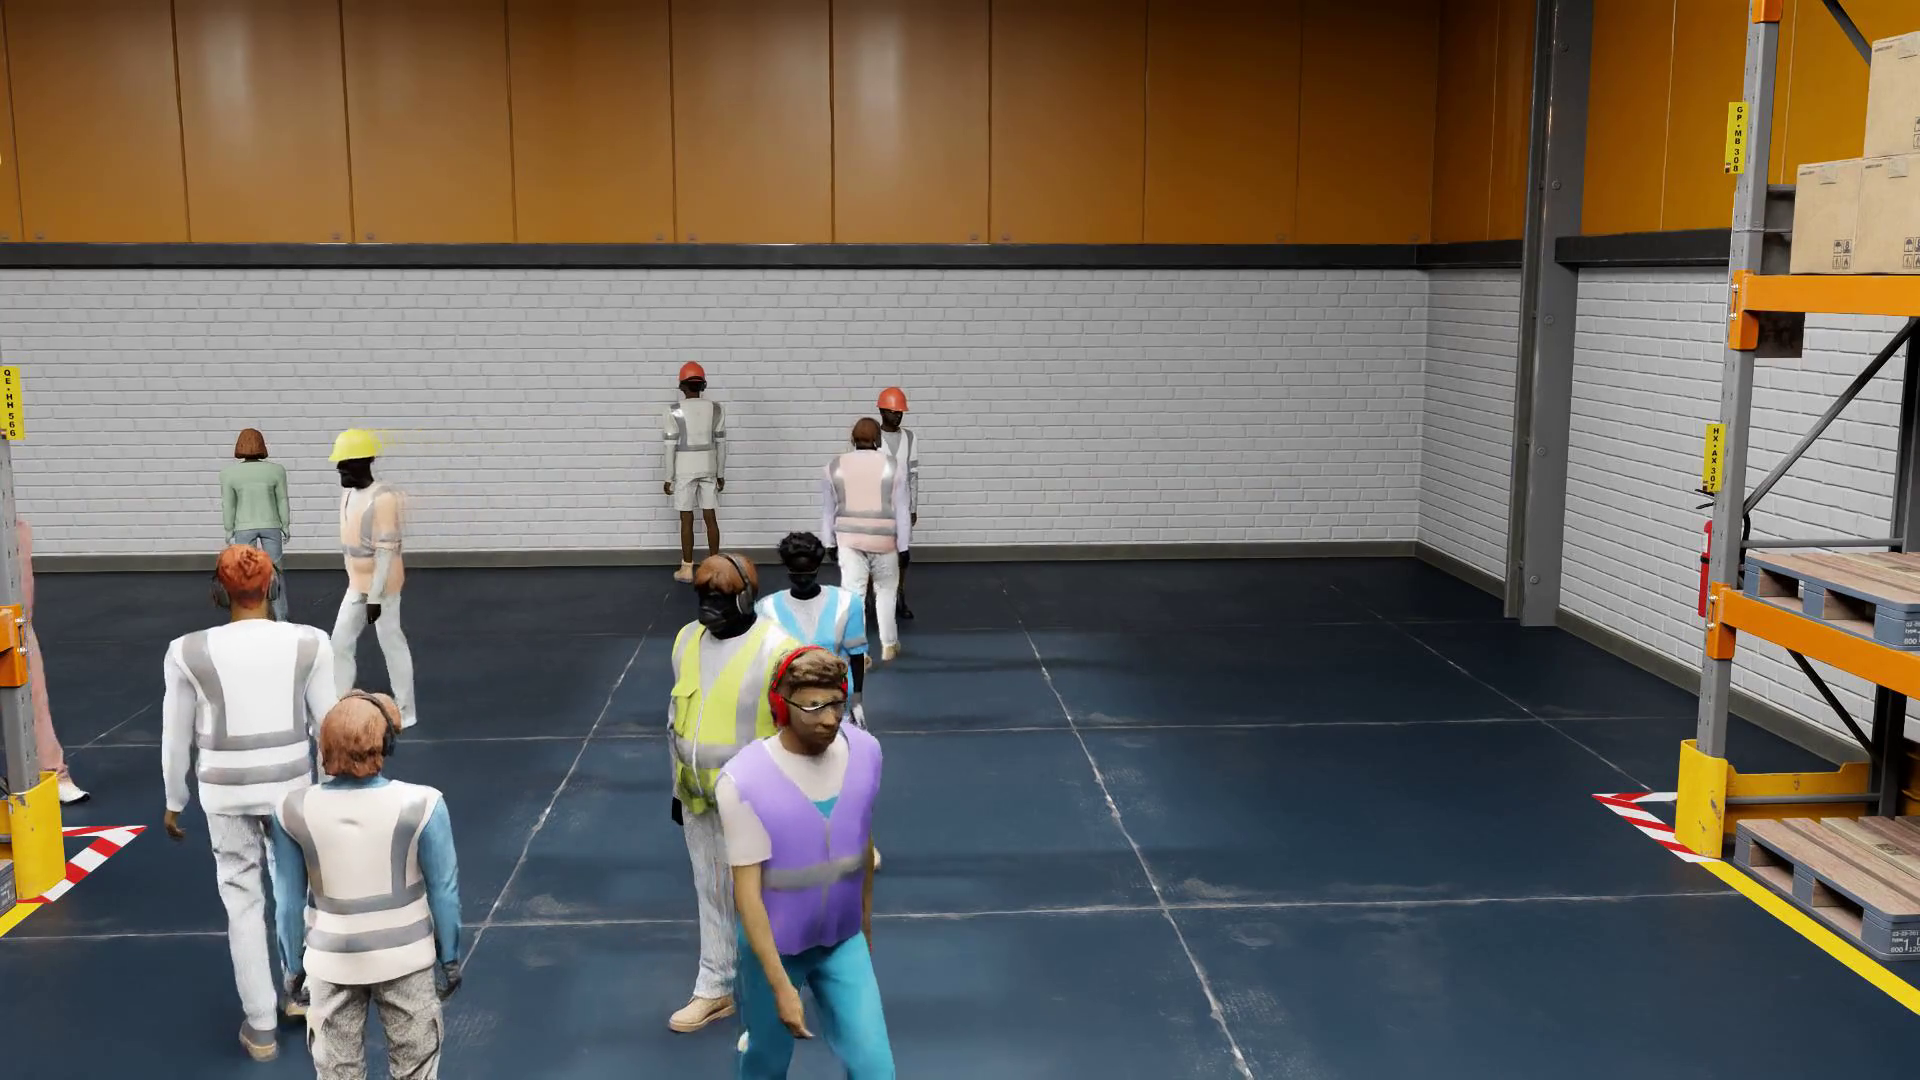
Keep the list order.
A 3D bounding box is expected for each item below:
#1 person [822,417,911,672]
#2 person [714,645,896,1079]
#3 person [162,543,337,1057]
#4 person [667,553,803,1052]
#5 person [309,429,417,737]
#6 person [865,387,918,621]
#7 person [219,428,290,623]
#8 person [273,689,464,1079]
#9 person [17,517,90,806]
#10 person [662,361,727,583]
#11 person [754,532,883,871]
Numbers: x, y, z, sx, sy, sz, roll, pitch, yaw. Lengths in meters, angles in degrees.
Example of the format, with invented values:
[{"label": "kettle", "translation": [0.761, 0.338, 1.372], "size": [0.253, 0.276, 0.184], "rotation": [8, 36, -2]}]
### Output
[{"label": "person", "translation": [-0.653, 0.012, 12.086], "size": [0.660, 1.811, 0.833], "rotation": [1, 9, 7]}, {"label": "person", "translation": [-0.383, 1.190, 4.717], "size": [0.574, 1.803, 0.881], "rotation": [-7, 11, -38]}, {"label": "person", "translation": [-2.614, 0.936, 6.146], "size": [0.589, 1.865, 0.603], "rotation": [-6, 11, -33]}, {"label": "person", "translation": [-0.833, 0.952, 6.111], "size": [0.634, 1.839, 0.429], "rotation": [6, 11, 33]}, {"label": "person", "translation": [-3.690, 0.285, 10.094], "size": [0.621, 1.897, 0.804], "rotation": [9, 13, 43]}, {"label": "person", "translation": [-0.576, -0.290, 13.642], "size": [0.544, 1.930, 0.390], "rotation": [-4, 10, -26]}, {"label": "person", "translation": [-5.562, -0.069, 13.166], "size": [0.499, 1.633, 0.285], "rotation": [-5, 10, -27]}, {"label": "person", "translation": [-1.715, 1.251, 4.862], "size": [0.522, 1.638, 0.310], "rotation": [-1, 9, -6]}, {"label": "person", "translation": [-5.139, 0.517, 8.804], "size": [0.984, 1.861, 0.649], "rotation": [4, 10, 26]}, {"label": "person", "translation": [-2.461, -0.627, 15.396], "size": [0.617, 2.043, 0.385], "rotation": [-5, 10, -30]}, {"label": "person", "translation": [-0.664, 0.770, 7.751], "size": [0.659, 1.678, 0.469], "rotation": [-1, 9, -6]}]
